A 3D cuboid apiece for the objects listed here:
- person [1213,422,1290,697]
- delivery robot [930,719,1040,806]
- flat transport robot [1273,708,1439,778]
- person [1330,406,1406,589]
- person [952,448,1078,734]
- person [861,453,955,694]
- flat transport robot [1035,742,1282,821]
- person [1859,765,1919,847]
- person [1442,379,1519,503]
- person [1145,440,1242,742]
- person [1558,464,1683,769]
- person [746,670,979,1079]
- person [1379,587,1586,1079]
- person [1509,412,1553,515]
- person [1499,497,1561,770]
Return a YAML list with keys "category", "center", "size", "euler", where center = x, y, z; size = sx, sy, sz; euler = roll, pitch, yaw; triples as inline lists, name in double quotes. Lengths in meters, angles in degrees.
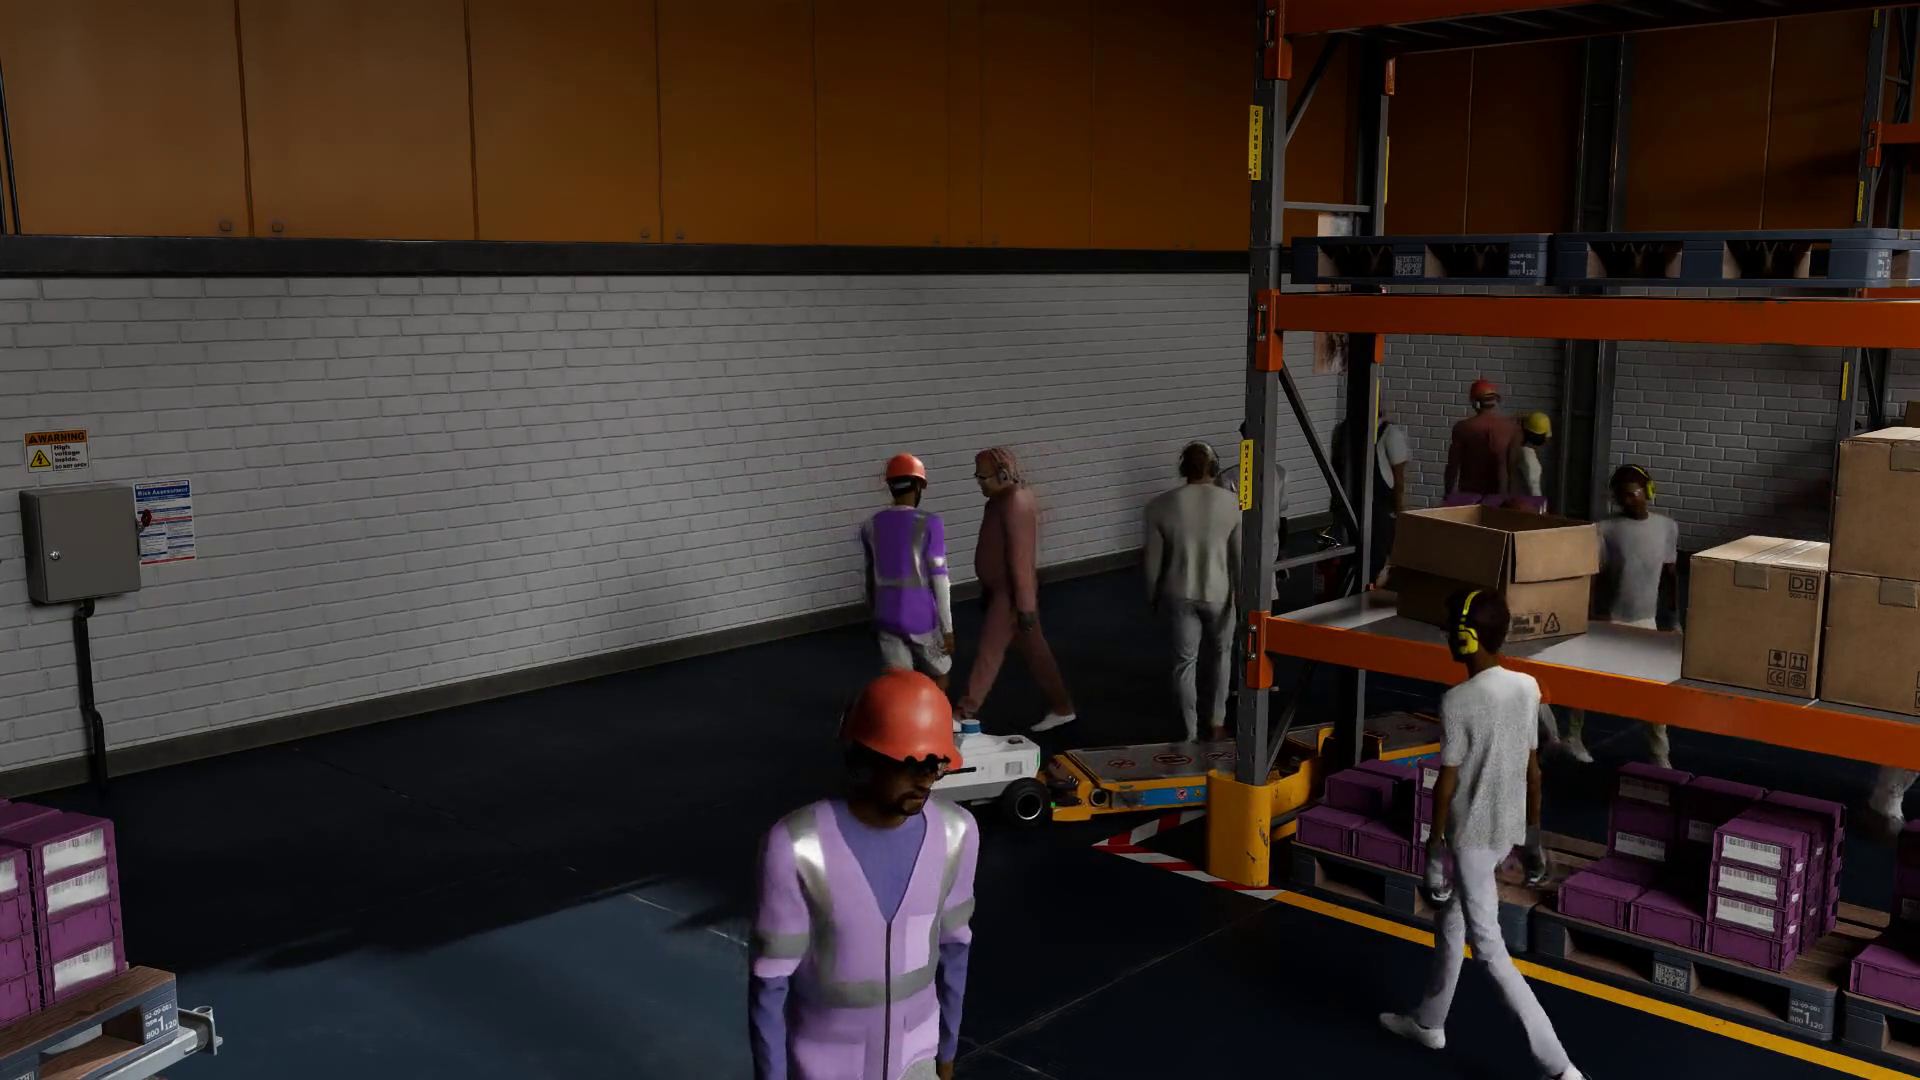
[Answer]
- category: "person"
  center: [2.013, 0.120, 11.502]
  size: [0.609, 1.942, 0.402]
  euler: [-4, 10, -23]
- category: "delivery robot"
  center: [0.055, 1.196, 8.833]
  size: [0.707, 0.478, 0.477]
  euler: [-3, 10, -20]
- category: "flat transport robot"
  center: [2.471, 1.228, 9.796]
  size: [1.431, 0.197, 0.652]
  euler: [-5, 10, -27]
- category: "person"
  center: [3.625, -0.446, 14.649]
  size: [0.979, 2.000, 0.704]
  euler: [-9, 13, -44]
- category: "person"
  center: [0.290, 0.339, 10.463]
  size: [0.999, 1.837, 0.655]
  euler: [0, 9, -2]
- category: "person"
  center: [-0.264, 0.458, 9.530]
  size: [0.625, 1.896, 0.458]
  euler: [5, 11, 30]
- category: "flat transport robot"
  center: [1.103, 1.319, 9.239]
  size: [1.431, 0.197, 0.652]
  euler: [-2, 10, -14]
- category: "person"
  center: [4.903, 0.649, 8.485]
  size: [0.582, 1.868, 0.478]
  euler: [-5, 11, -30]
- category: "person"
  center: [4.709, -0.467, 14.990]
  size: [0.641, 1.970, 0.617]
  euler: [0, 9, -2]
- category: "person"
  center: [1.456, 0.341, 10.172]
  size: [0.646, 1.916, 0.699]
  euler: [2, 9, 12]
- category: "person"
  center: [3.945, 0.458, 9.777]
  size: [0.626, 1.841, 0.612]
  euler: [0, 9, 0]
- category: "person"
  center: [-0.281, 1.272, 4.268]
  size: [0.629, 2.009, 0.769]
  euler: [-5, 10, -26]
- category: "person"
  center: [1.911, 1.084, 5.963]
  size: [0.533, 1.826, 0.937]
  euler: [-7, 12, -37]
- category: "person"
  center: [4.980, -0.252, 14.445]
  size: [0.655, 1.723, 0.548]
  euler: [3, 10, 19]
- category: "person"
  center: [3.281, 0.565, 9.737]
  size: [0.515, 1.612, 0.570]
  euler: [-1, 9, -7]
